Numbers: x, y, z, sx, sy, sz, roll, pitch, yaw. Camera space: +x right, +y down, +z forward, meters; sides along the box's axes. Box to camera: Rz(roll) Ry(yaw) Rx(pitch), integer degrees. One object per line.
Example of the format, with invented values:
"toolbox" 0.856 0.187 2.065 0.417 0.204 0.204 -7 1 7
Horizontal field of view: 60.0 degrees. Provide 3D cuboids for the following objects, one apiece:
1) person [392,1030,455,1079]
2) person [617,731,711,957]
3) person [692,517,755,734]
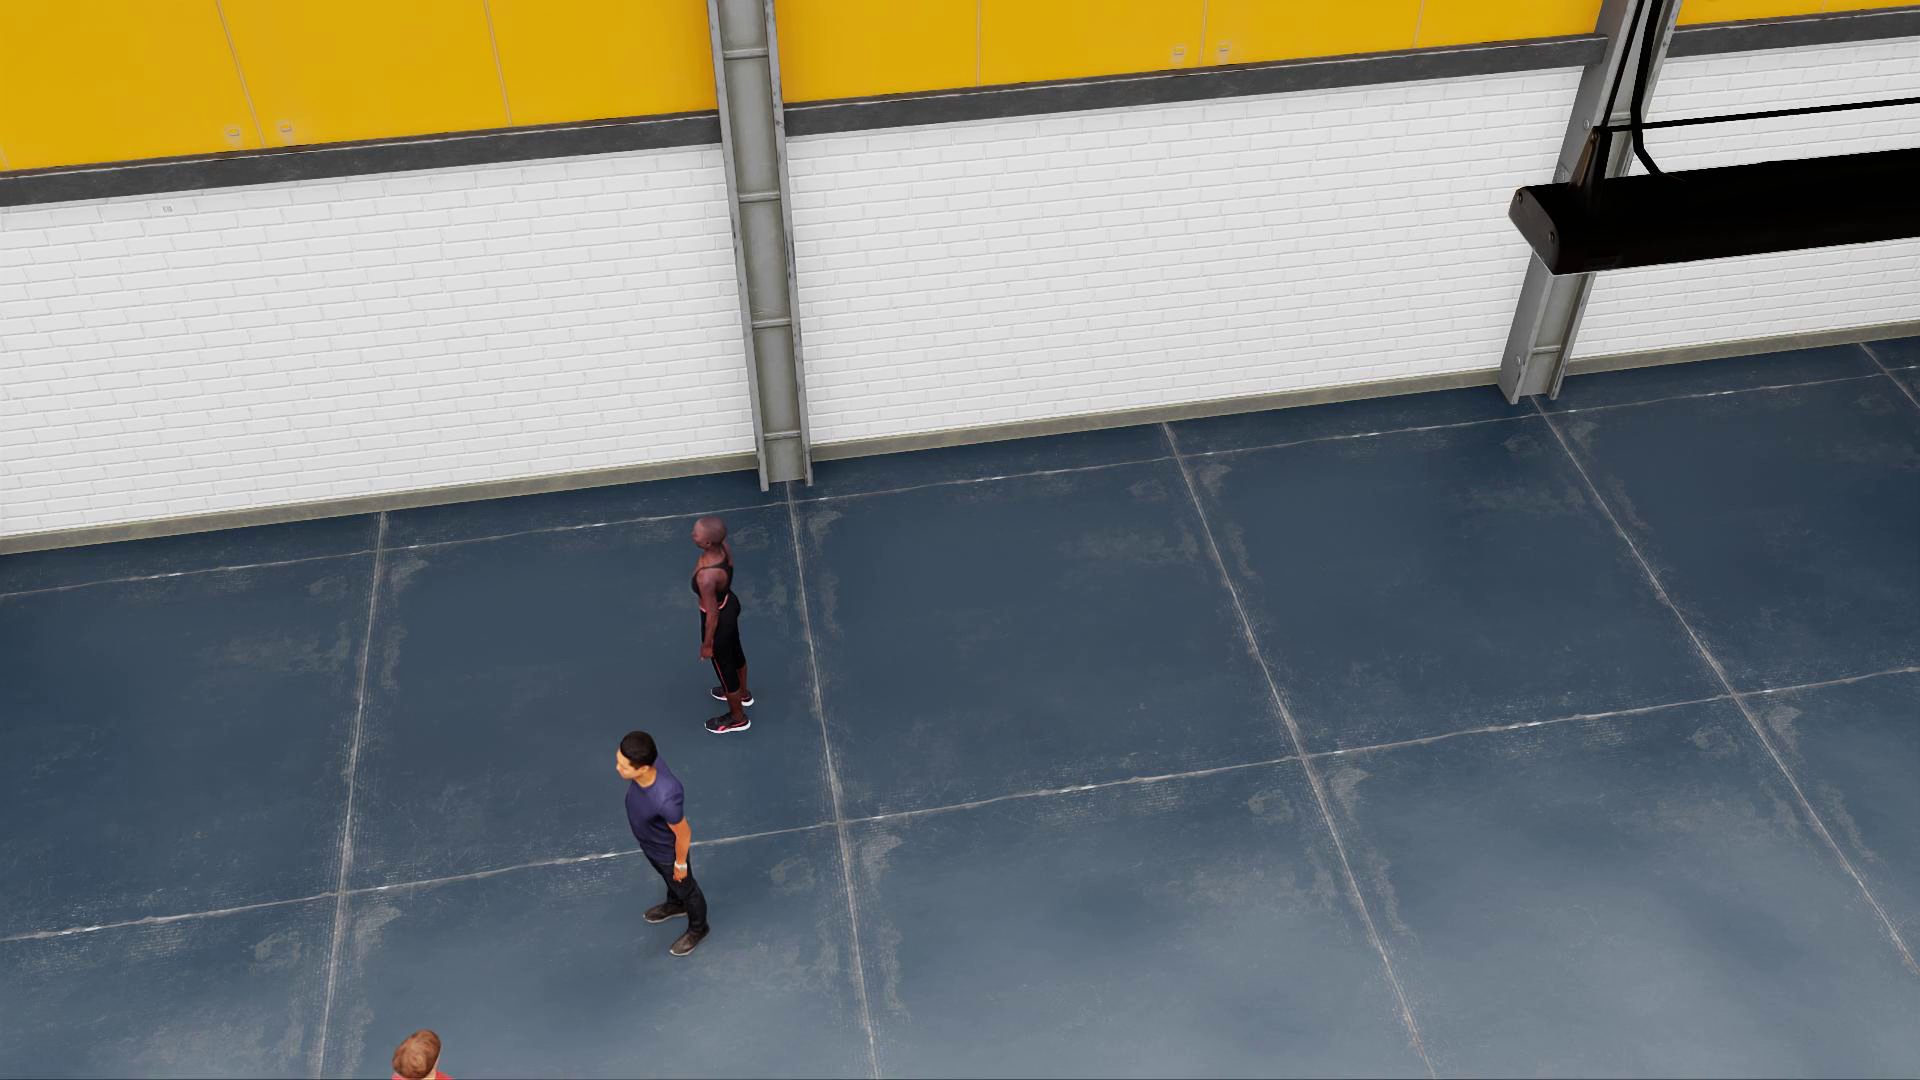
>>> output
"person" -2.528 2.852 8.137 0.542 1.418 0.644 14 45 14
"person" -1.621 1.638 9.143 0.700 1.788 0.725 -28 50 -26
"person" -1.479 0.508 10.352 0.604 1.757 0.629 3 44 3
